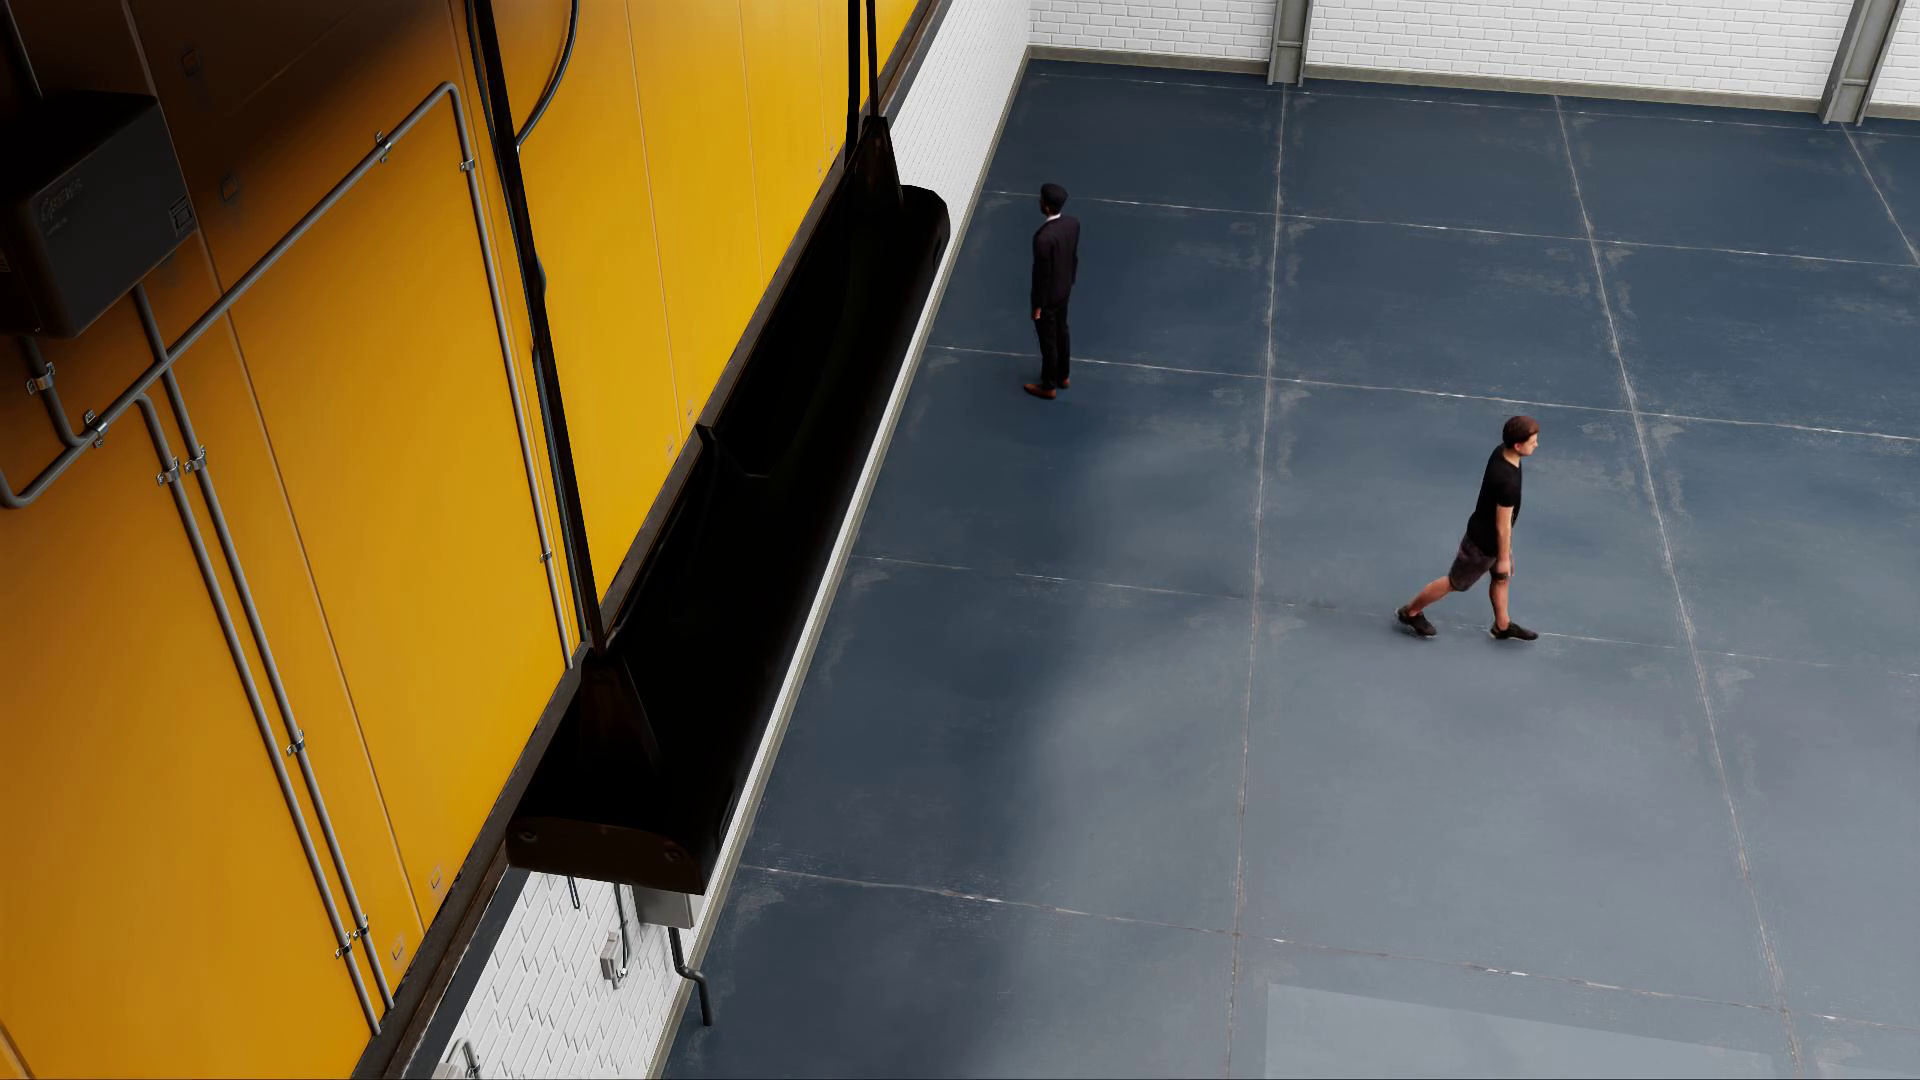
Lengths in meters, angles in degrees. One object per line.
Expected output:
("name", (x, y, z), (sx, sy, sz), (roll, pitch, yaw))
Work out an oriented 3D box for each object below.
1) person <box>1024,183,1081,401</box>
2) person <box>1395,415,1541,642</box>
("person", (0.752, -2.008, 13.445), (0.729, 1.879, 0.776), (25, 45, 27))
("person", (3.408, -0.050, 11.033), (1.229, 1.830, 0.774), (11, 40, 13))
